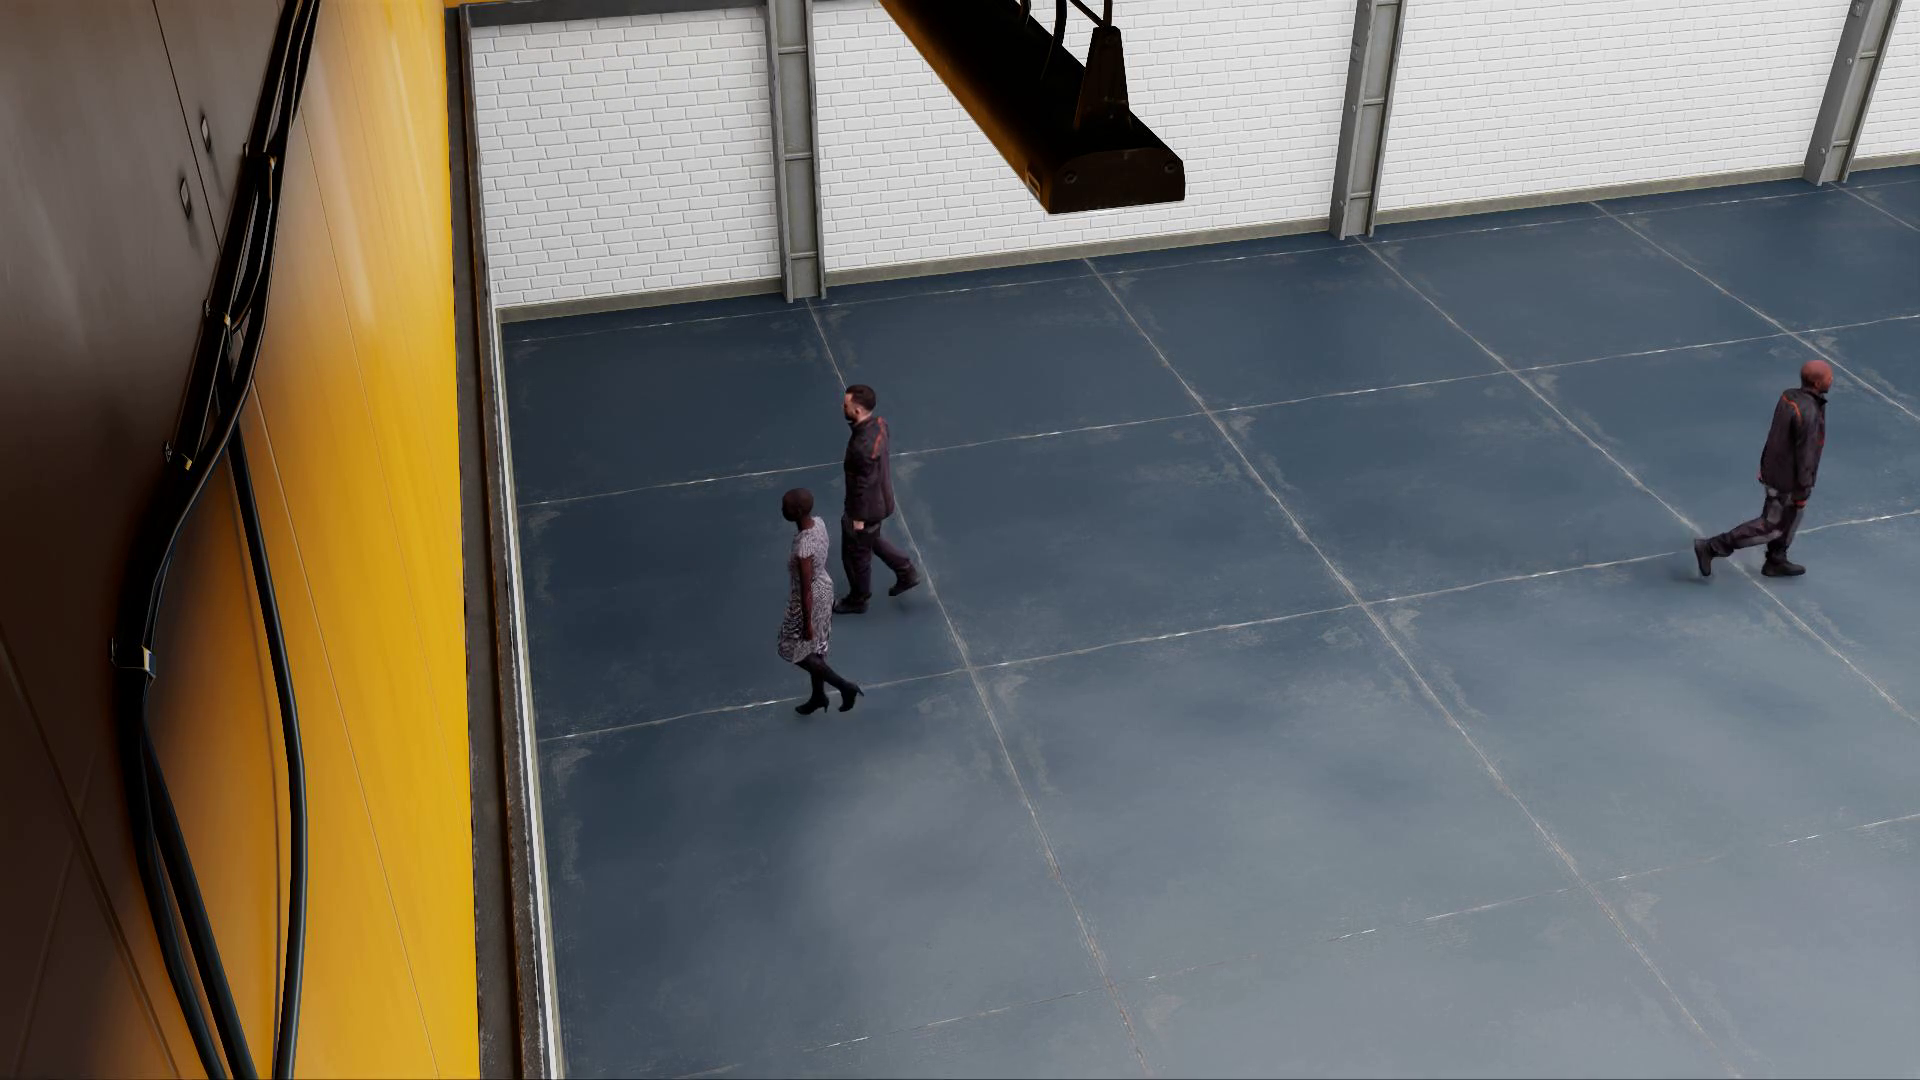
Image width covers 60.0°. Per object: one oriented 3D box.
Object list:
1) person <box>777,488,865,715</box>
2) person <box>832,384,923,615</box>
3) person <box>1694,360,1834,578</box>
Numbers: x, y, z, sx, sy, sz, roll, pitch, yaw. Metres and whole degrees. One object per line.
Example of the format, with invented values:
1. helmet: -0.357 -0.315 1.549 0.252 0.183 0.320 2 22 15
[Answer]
1. person: -0.874 0.451 10.717 0.897 1.775 0.800 4 34 6
2. person: -0.599 -0.274 11.746 1.047 1.843 0.914 4 34 6
3. person: 5.894 -0.465 12.077 1.232 1.794 0.995 5 34 8
